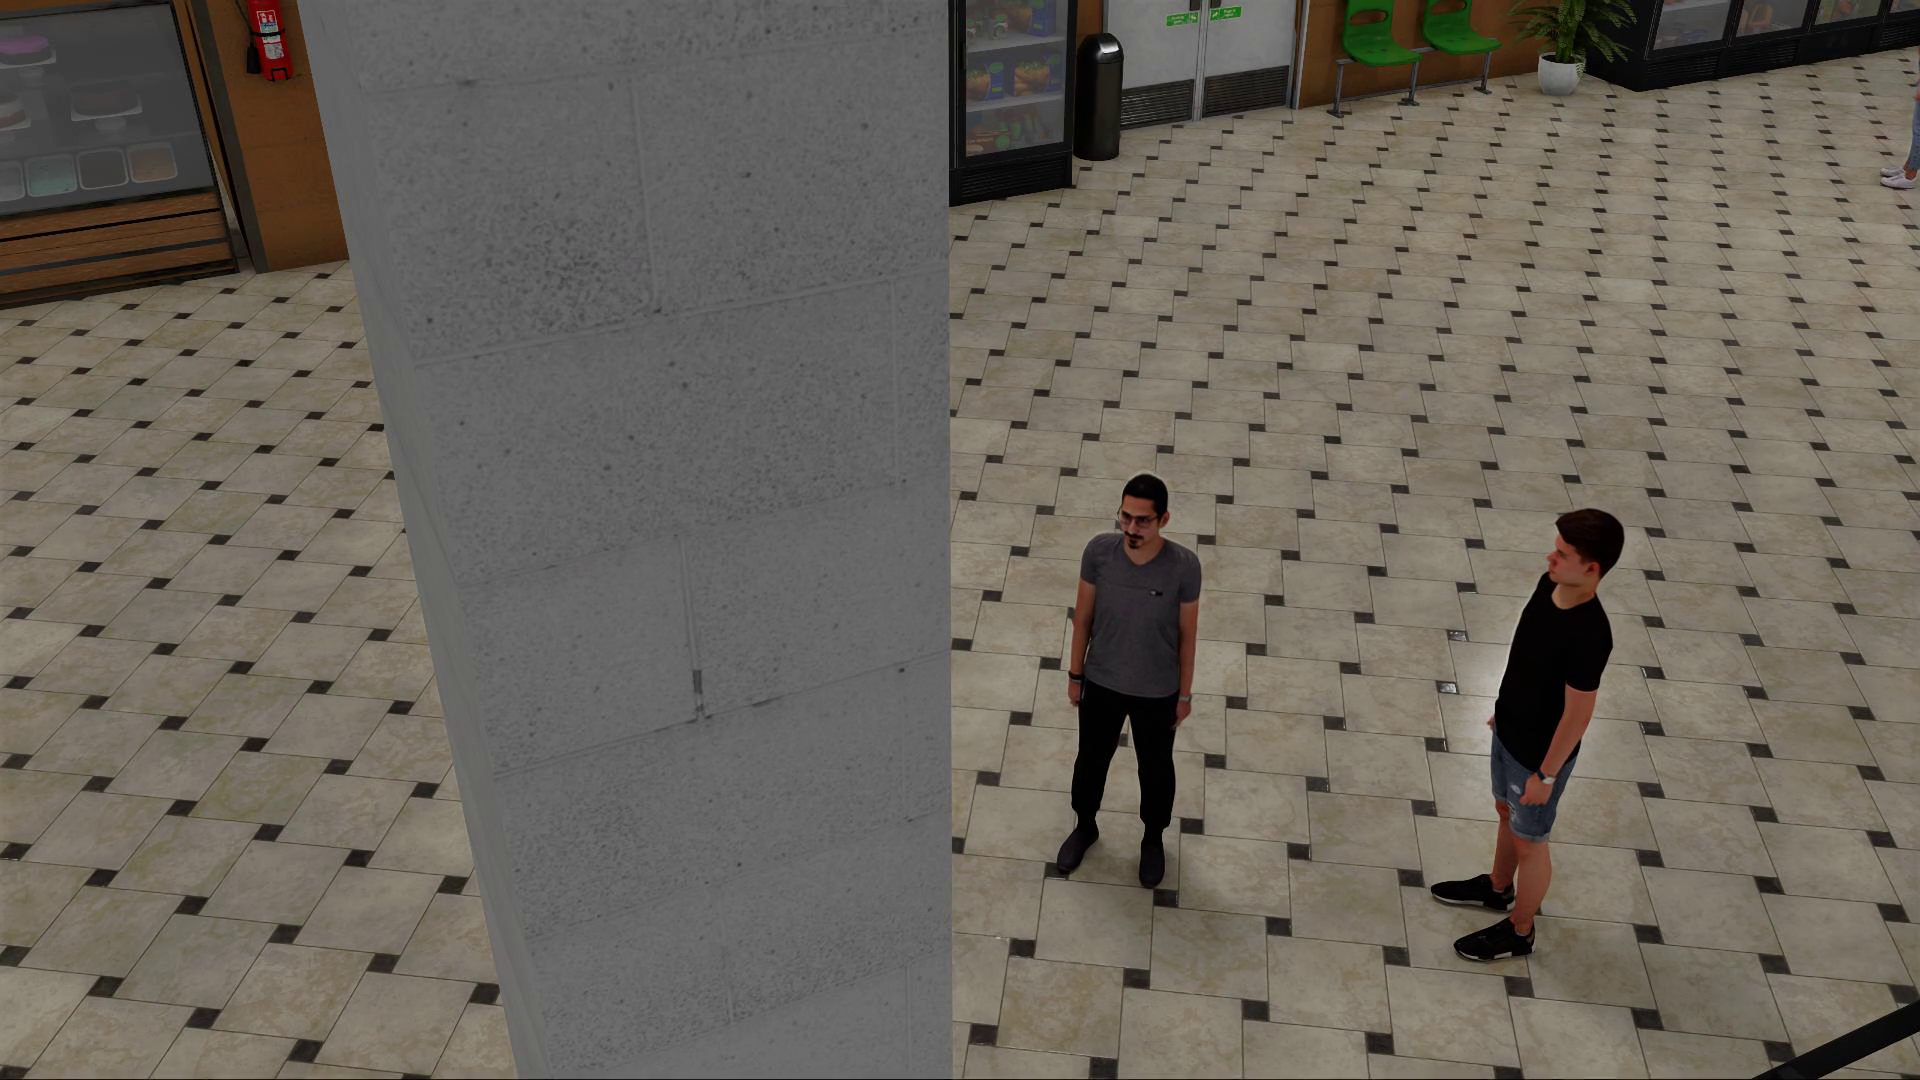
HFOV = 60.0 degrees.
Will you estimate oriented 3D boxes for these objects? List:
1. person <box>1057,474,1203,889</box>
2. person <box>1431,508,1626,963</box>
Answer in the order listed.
[{"bbox_3d":[0.645,0.520,6.218,0.695,1.754,0.740,9,33,14],"label":"person"},{"bbox_3d":[2.043,0.691,5.856,0.788,1.847,0.640,-1,32,-2],"label":"person"}]
